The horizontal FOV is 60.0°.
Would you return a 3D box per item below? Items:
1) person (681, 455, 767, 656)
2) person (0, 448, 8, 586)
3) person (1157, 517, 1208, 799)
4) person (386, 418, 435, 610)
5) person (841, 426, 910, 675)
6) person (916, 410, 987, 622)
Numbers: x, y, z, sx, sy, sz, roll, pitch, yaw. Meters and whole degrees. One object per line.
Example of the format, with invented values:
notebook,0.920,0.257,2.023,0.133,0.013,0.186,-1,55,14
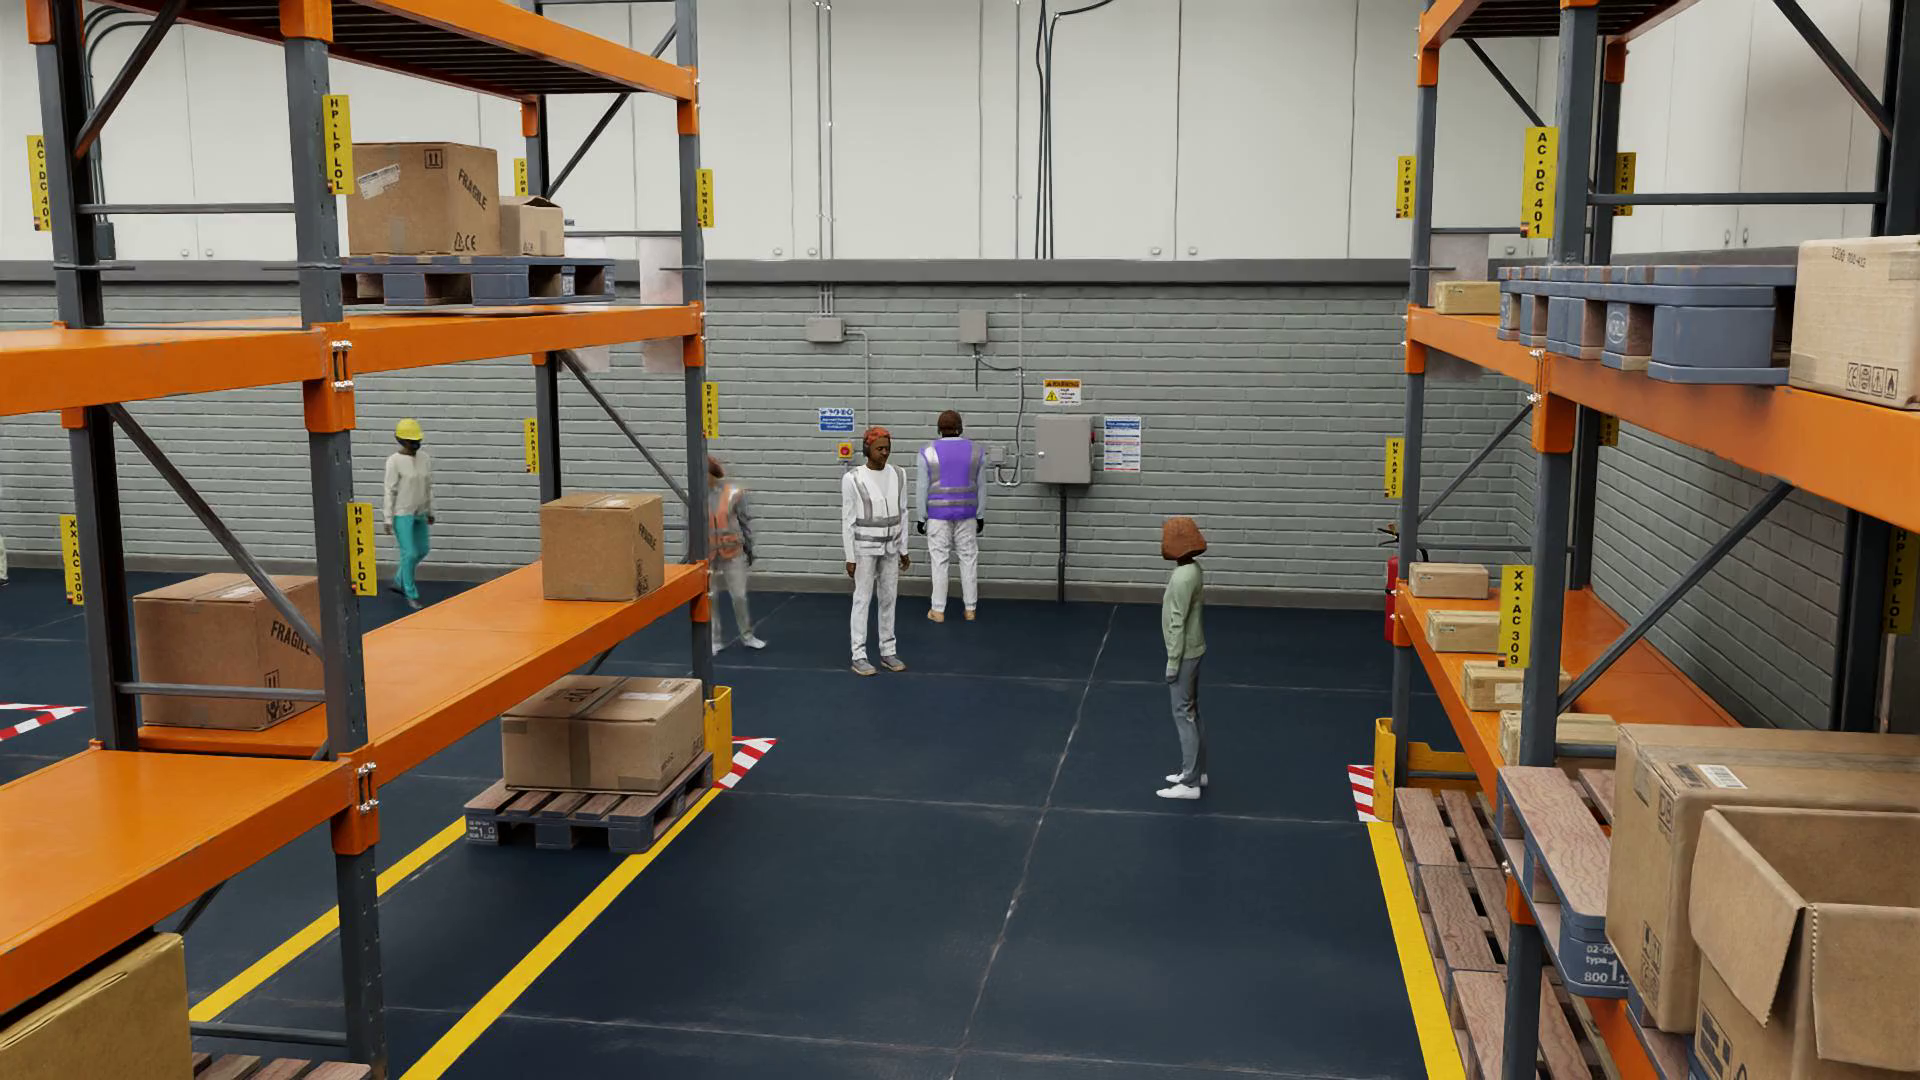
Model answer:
person,-1.883,0.122,13.063,0.598,1.610,0.406,-1,9,-9
person,-9.428,-0.404,15.929,0.574,1.738,0.352,3,10,20
person,1.298,0.675,9.627,0.289,1.623,0.500,2,10,14
person,-4.988,-0.244,14.953,0.605,1.734,0.555,4,10,24
person,-0.634,0.081,12.522,0.567,1.879,0.353,-7,12,-38
person,-0.083,-0.208,14.403,0.624,1.840,0.430,-2,9,-12
